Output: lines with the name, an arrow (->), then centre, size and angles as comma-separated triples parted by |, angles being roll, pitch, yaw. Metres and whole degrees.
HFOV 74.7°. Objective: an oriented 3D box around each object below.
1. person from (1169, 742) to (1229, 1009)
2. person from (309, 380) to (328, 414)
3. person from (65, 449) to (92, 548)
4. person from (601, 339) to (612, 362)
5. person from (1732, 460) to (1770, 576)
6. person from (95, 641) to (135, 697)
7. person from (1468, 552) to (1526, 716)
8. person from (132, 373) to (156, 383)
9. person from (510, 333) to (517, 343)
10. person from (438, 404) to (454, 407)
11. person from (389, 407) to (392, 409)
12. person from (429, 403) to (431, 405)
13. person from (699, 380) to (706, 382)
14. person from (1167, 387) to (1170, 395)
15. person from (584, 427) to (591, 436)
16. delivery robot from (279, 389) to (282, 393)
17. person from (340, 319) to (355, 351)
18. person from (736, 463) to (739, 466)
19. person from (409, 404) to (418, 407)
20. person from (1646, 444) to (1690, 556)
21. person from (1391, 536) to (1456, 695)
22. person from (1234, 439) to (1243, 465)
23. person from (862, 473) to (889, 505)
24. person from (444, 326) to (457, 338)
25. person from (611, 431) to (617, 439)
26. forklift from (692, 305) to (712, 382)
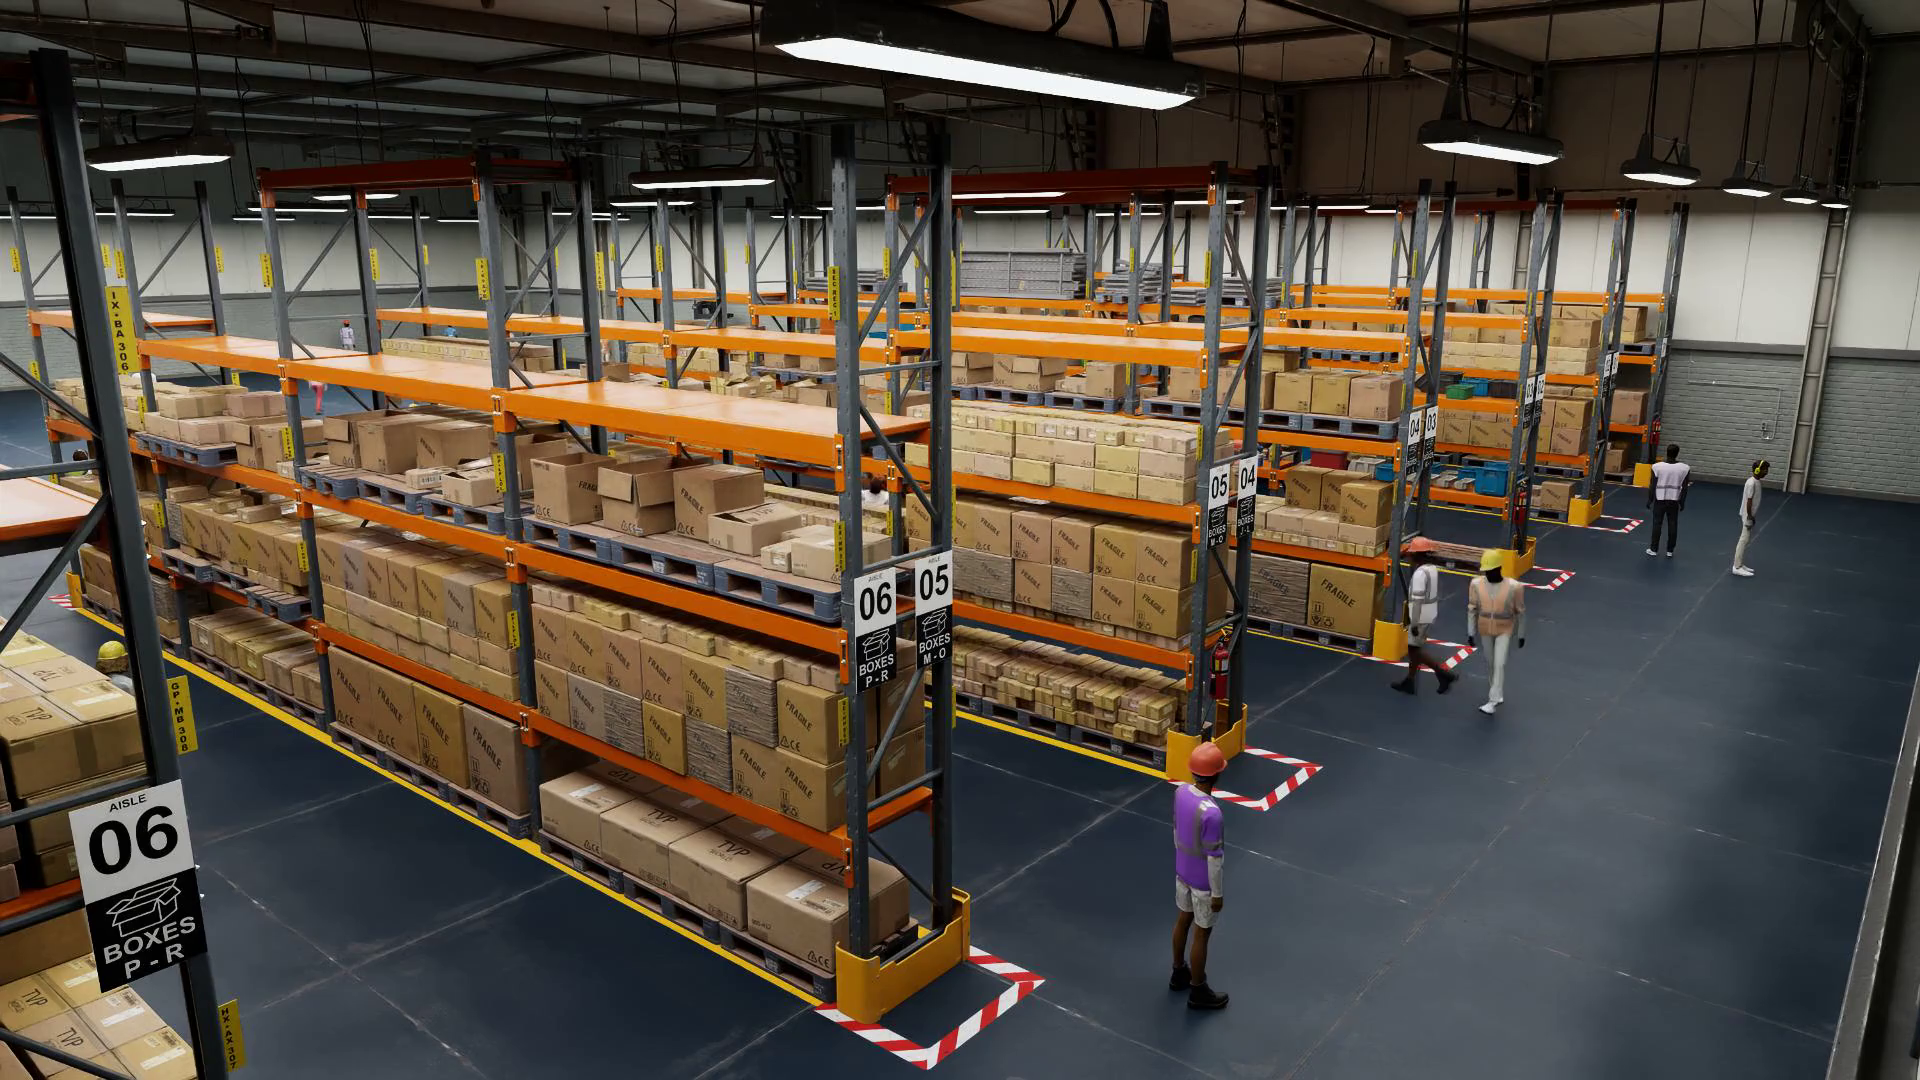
person -> 1.709, 2.352, 8.910 | 0.347, 1.941, 0.550 | -5, 14, -19
person -> -19.580, -4.724, 38.459 | 0.537, 1.725, 0.688 | 3, 14, 12
person -> -14.786, -0.626, 21.367 | 0.621, 1.845, 0.429 | -3, 14, -13
person -> -14.023, -7.403, 49.744 | 0.517, 1.613, 0.809 | -4, 14, -18
person -> 12.734, -0.369, 20.266 | 0.328, 1.865, 0.521 | 9, 16, 33
person -> -7.769, 1.779, 11.701 | 0.483, 1.737, 0.320 | 3, 14, 13
person -> 6.137, 1.043, 14.458 | 0.631, 1.862, 0.971 | 10, 17, 37
person -> -22.222, -3.910, 34.454 | 0.616, 2.041, 0.380 | -2, 14, -8
person -> -16.059, -6.465, 45.249 | 0.406, 1.911, 0.638 | 8, 16, 30
person -> -12.483, -2.799, 30.739 | 0.506, 1.631, 0.281 | -13, 19, -42
person -> -14.998, -3.454, 32.849 | 0.493, 1.921, 0.642 | 5, 14, 19
person -> -14.960, -4.165, 35.948 | 0.642, 1.840, 1.072 | -8, 16, -31
person -> -8.546, -5.514, 41.867 | 0.890, 1.642, 0.534 | 4, 14, 17
person -> 5.098, -3.334, 32.389 | 0.969, 1.886, 0.570 | 8, 16, 28
person -> -9.456, -3.338, 32.324 | 0.356, 1.936, 0.635 | 5, 15, 20
delivery robot -> -21.624, -4.568, 40.158 | 0.707, 0.478, 0.477 | -1, 14, -5
person -> -25.332, -8.162, 52.166 | 0.552, 1.937, 0.356 | 1, 14, 3
person -> -5.106, -2.204, 28.291 | 0.498, 1.633, 0.287 | -8, 16, -29
person -> -11.884, -2.113, 27.658 | 0.327, 1.761, 0.522 | -1, 14, -3
person -> 12.019, -0.678, 21.418 | 0.590, 1.920, 0.398 | 4, 14, 17
person -> 5.548, 0.915, 14.911 | 0.688, 1.900, 0.567 | 11, 17, 38
person -> 4.772, -0.751, 21.565 | 0.380, 1.993, 0.610 | 11, 17, 38
person -> -1.323, -0.123, 19.280 | 0.609, 1.858, 0.417 | -4, 14, -15
person -> -22.056, -8.634, 54.613 | 0.535, 1.697, 0.318 | -5, 15, -20
person -> -9.401, -3.719, 34.002 | 0.642, 1.894, 1.028 | -3, 14, -11
forklift -> -9.511, -7.392, 47.124 | 1.873, 2.768, 1.129 | 11, 17, 38
